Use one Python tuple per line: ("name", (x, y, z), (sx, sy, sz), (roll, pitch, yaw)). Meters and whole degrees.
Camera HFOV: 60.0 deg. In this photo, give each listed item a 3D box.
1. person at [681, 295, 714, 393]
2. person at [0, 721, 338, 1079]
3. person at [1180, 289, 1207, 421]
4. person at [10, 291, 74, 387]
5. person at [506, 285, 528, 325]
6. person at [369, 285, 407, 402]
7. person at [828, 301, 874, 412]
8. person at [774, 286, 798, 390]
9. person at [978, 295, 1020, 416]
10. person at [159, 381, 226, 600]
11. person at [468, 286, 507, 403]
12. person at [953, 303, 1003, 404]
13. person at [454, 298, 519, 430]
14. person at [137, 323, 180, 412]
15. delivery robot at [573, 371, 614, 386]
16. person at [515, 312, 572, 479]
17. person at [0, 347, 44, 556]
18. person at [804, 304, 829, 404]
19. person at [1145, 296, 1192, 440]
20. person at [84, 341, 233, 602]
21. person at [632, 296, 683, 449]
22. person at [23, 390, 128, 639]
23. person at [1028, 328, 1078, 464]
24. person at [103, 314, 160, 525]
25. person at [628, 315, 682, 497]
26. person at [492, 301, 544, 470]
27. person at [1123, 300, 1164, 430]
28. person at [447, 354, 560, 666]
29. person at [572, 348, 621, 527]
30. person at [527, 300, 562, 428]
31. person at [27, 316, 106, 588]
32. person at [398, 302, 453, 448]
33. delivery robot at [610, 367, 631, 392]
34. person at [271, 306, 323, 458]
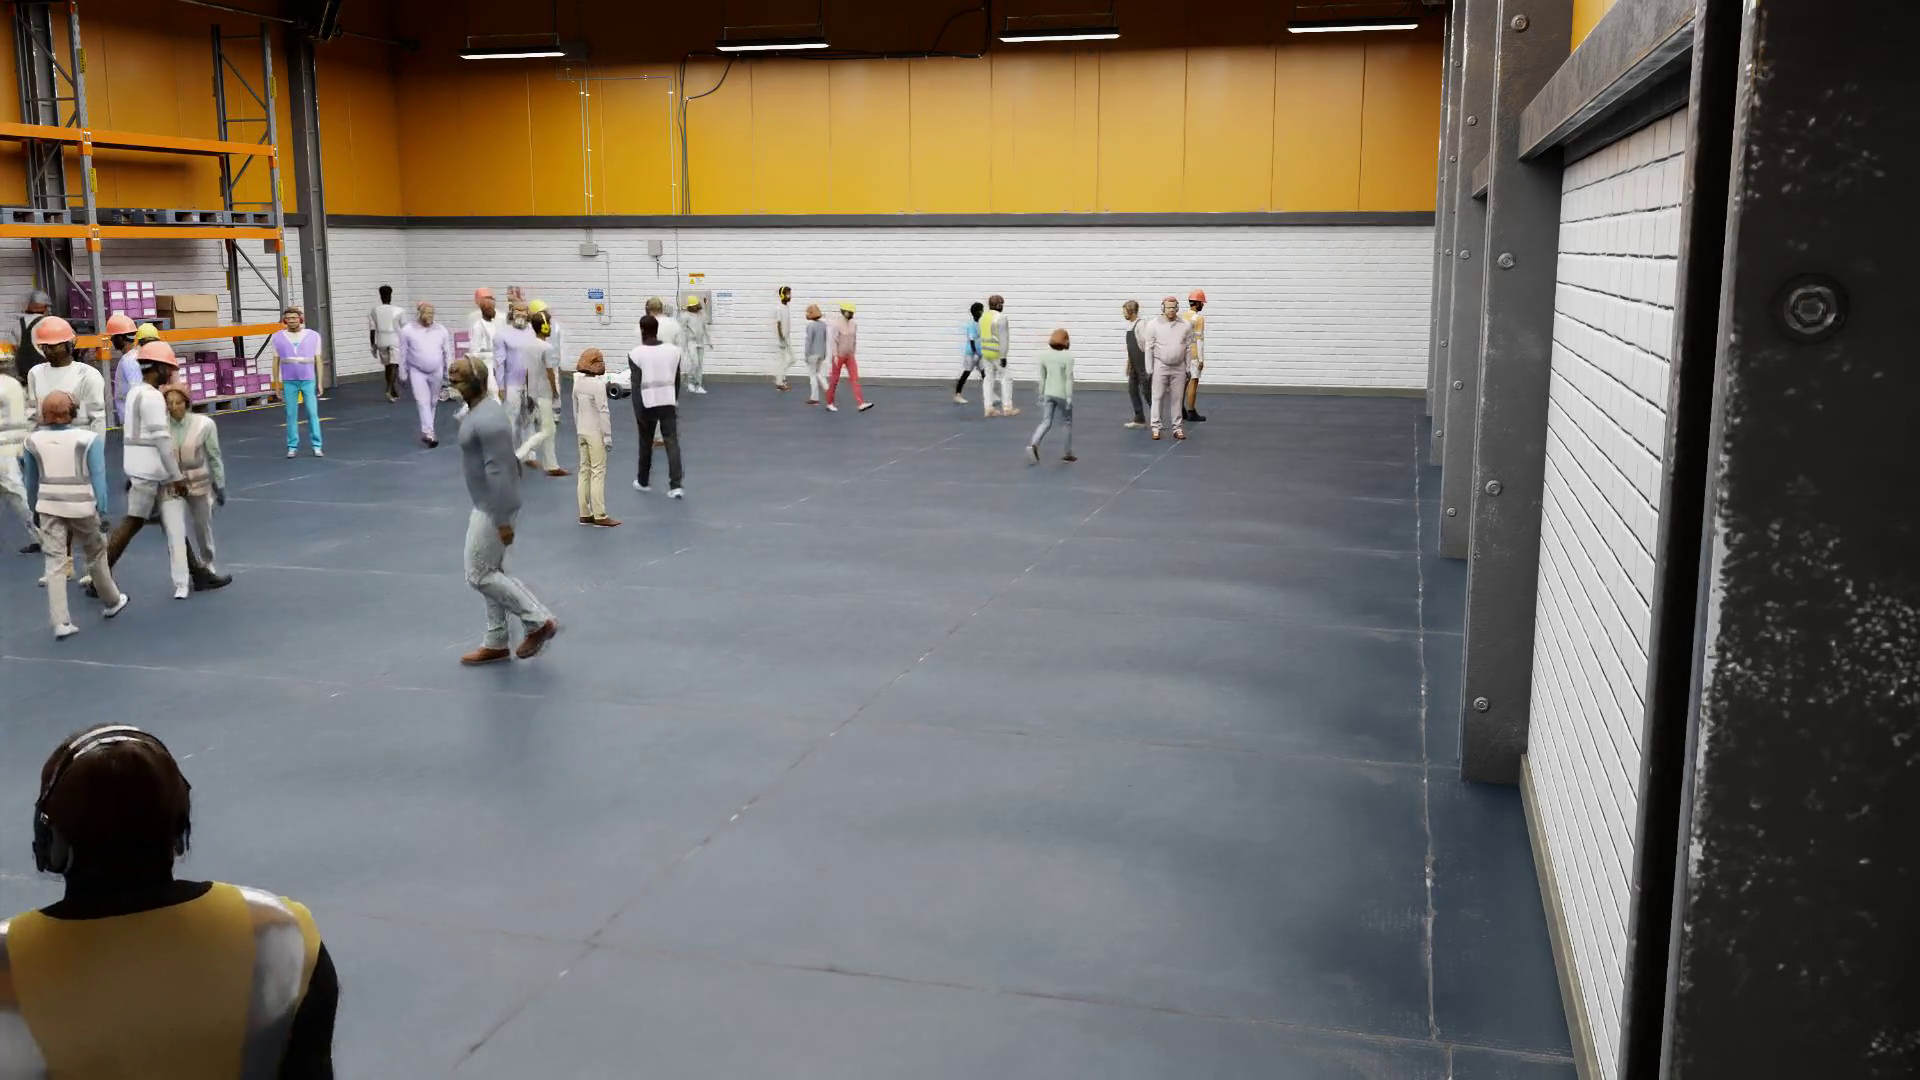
("person", (-4.562, -3.390, 28.837), (0.390, 1.711, 0.514), (9, 13, 40))
("person", (-1.289, 1.190, 2.643), (0.630, 1.823, 0.784), (-9, 13, -40))
("person", (3.422, -2.700, 24.346), (0.370, 1.933, 0.546), (-5, 11, -26))
("person", (-11.578, -2.195, 21.178), (0.686, 2.000, 1.011), (3, 11, 18))
("person", (-7.664, -3.497, 28.995), (0.695, 1.882, 0.651), (-1, 10, -5))
("person", (-9.419, -3.238, 27.420), (0.603, 1.931, 0.976), (0, 10, 1))
("person", (-1.738, -2.819, 25.639), (0.560, 1.705, 0.932), (-10, 14, -44))
("person", (-3.101, -3.562, 29.457), (0.416, 1.846, 0.565), (3, 10, 16))
("person", (0.611, -2.772, 25.039), (0.653, 1.826, 0.661), (-7, 12, -35))
("person", (-5.741, -0.407, 12.354), (0.528, 1.589, 0.859), (-4, 11, -22))
("person", (-6.837, -2.671, 24.064), (0.630, 1.968, 0.611), (-7, 12, -36))
("person", (0.270, -3.003, 26.856), (0.886, 1.644, 0.546), (4, 11, 24))
("person", (-6.596, -2.420, 22.990), (0.872, 1.860, 0.606), (1, 10, 6))
("person", (-8.276, -1.338, 17.097), (0.525, 1.772, 0.305), (-6, 12, -30))
("delivery robot", (-6.180, -2.731, 28.156), (0.707, 0.478, 0.477), (3, 10, 17))
("person", (-4.638, -1.572, 18.235), (0.756, 1.849, 0.509), (-8, 13, -40))
("person", (-7.953, -0.742, 13.681), (0.934, 1.782, 0.588), (-1, 10, -6))
("person", (-2.324, -2.991, 26.853), (0.388, 1.619, 0.517), (6, 12, 32))
("person", (2.764, -2.268, 22.003), (0.639, 1.900, 0.403), (-2, 10, -11))
("person", (-5.896, -0.497, 12.054), (1.011, 1.876, 0.622), (-7, 12, -34))
("person", (-3.894, -2.125, 21.121), (0.662, 1.917, 0.697), (-8, 13, -39))
("person", (-5.889, -0.194, 11.055), (0.543, 1.596, 0.836), (-1, 10, -8))
("person", (1.096, -1.689, 19.564), (0.505, 1.605, 0.745), (8, 13, 38))
("person", (-7.592, -1.096, 15.263), (0.376, 1.933, 0.545), (-4, 11, -20))
("person", (-3.116, -1.377, 17.088), (0.581, 1.859, 1.041), (-5, 11, -28))
("person", (-4.997, -1.745, 18.934), (0.627, 1.936, 0.374), (-9, 14, -43))
("person", (2.581, -2.440, 23.265), (0.584, 1.801, 0.609), (-3, 10, -17))
("person", (-2.806, -0.171, 10.061), (0.500, 1.919, 0.644), (-3, 11, -19))
("person", (-3.341, -0.934, 15.191), (0.278, 1.634, 0.498), (-9, 14, -43))
("person", (-5.943, -2.503, 23.619), (0.608, 1.791, 0.842), (-7, 12, -35))
("person", (-6.696, -0.653, 12.457), (0.607, 2.039, 0.380), (1, 10, 7))
("person", (-6.807, -2.117, 21.295), (0.655, 1.842, 1.005), (-7, 12, -36))
("delivery robot", (-5.496, -2.685, 27.894), (0.707, 0.478, 0.477), (2, 10, 9))
("person", (-7.999, -1.902, 20.108), (0.564, 1.839, 0.385), (-3, 11, -18))
